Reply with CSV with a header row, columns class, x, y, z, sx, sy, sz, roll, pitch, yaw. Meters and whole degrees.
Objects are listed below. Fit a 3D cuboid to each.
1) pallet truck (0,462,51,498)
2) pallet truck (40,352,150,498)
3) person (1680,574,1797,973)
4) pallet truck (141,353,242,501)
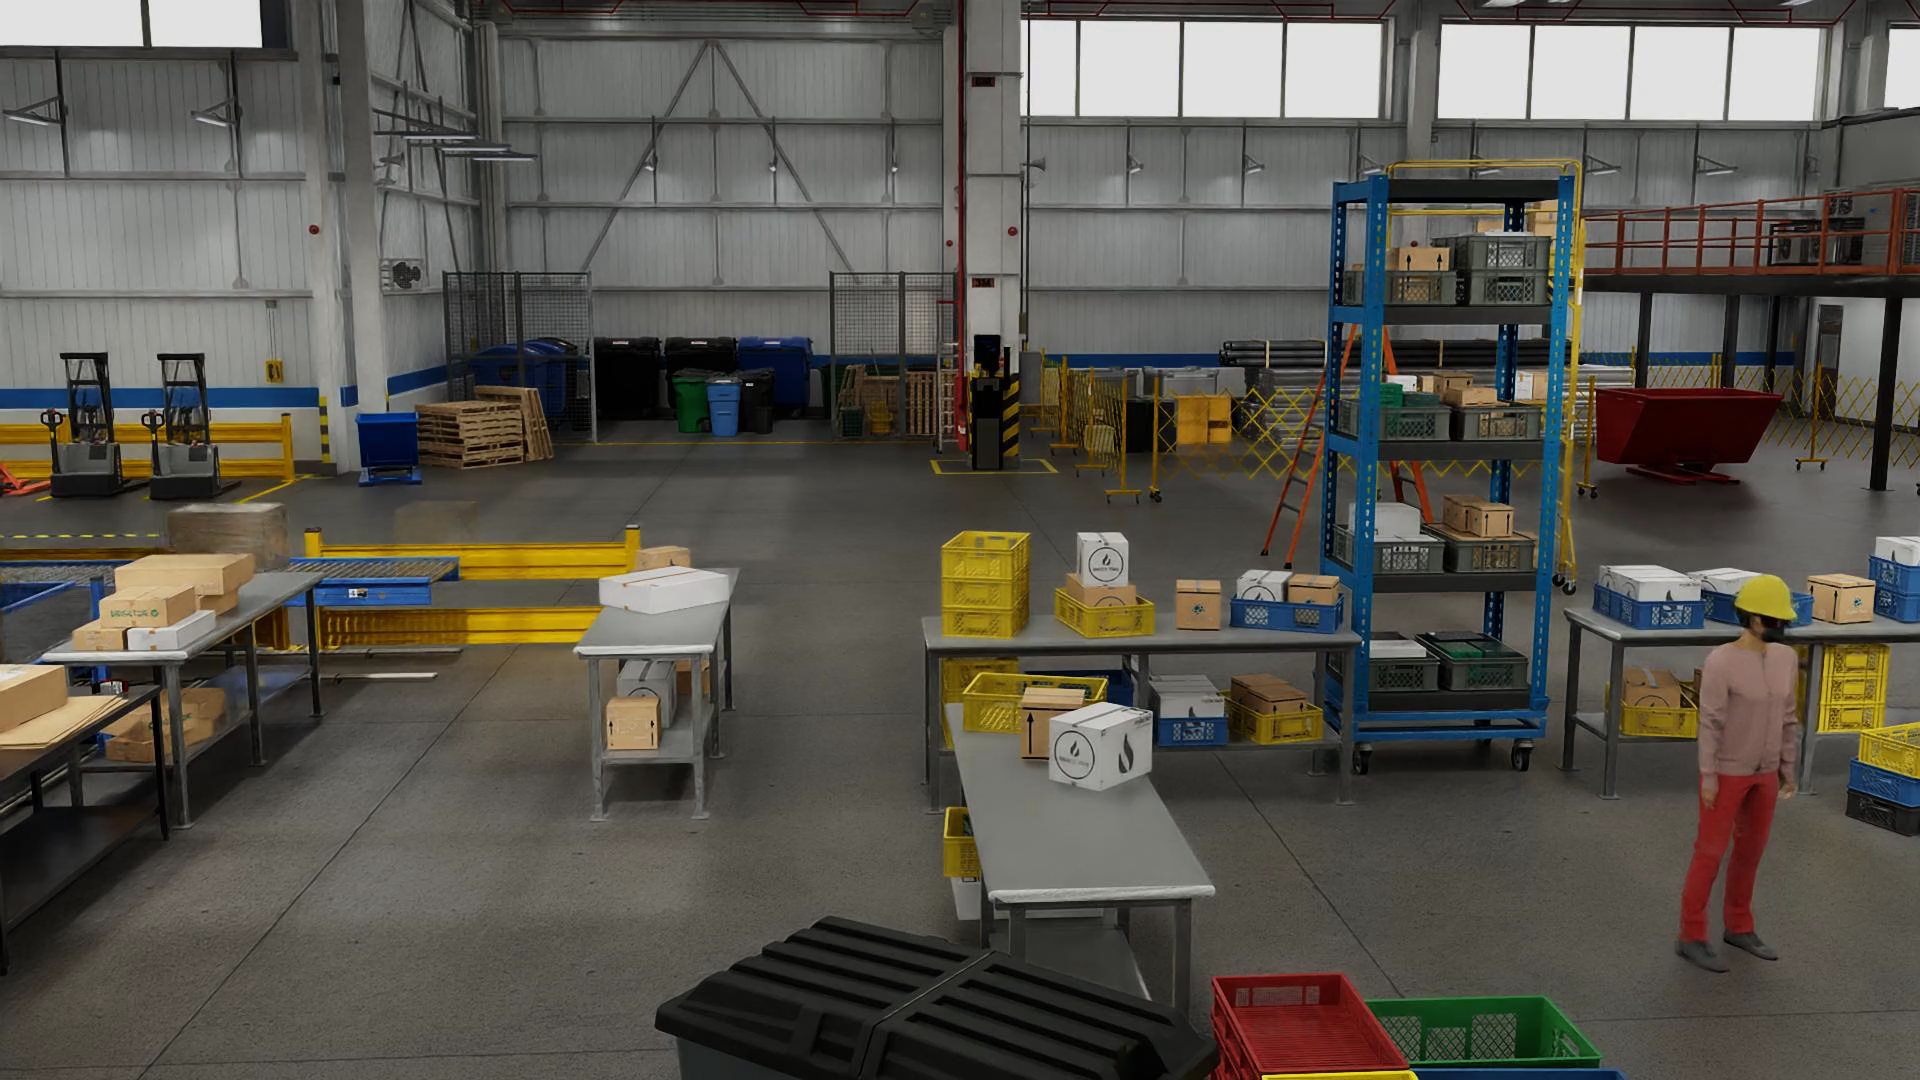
class,x,y,z,sx,sy,sz,roll,pitch,yaw
pallet truck,-13.193,-1.293,23.148,0.653,1.274,1.630,-1,9,-4
pallet truck,-11.907,-1.642,23.165,0.823,1.965,1.885,0,9,0
person,3.437,1.010,7.266,0.525,1.759,0.335,-4,10,-22
pallet truck,-10.520,-1.604,22.925,0.823,1.965,1.885,-1,9,-6
